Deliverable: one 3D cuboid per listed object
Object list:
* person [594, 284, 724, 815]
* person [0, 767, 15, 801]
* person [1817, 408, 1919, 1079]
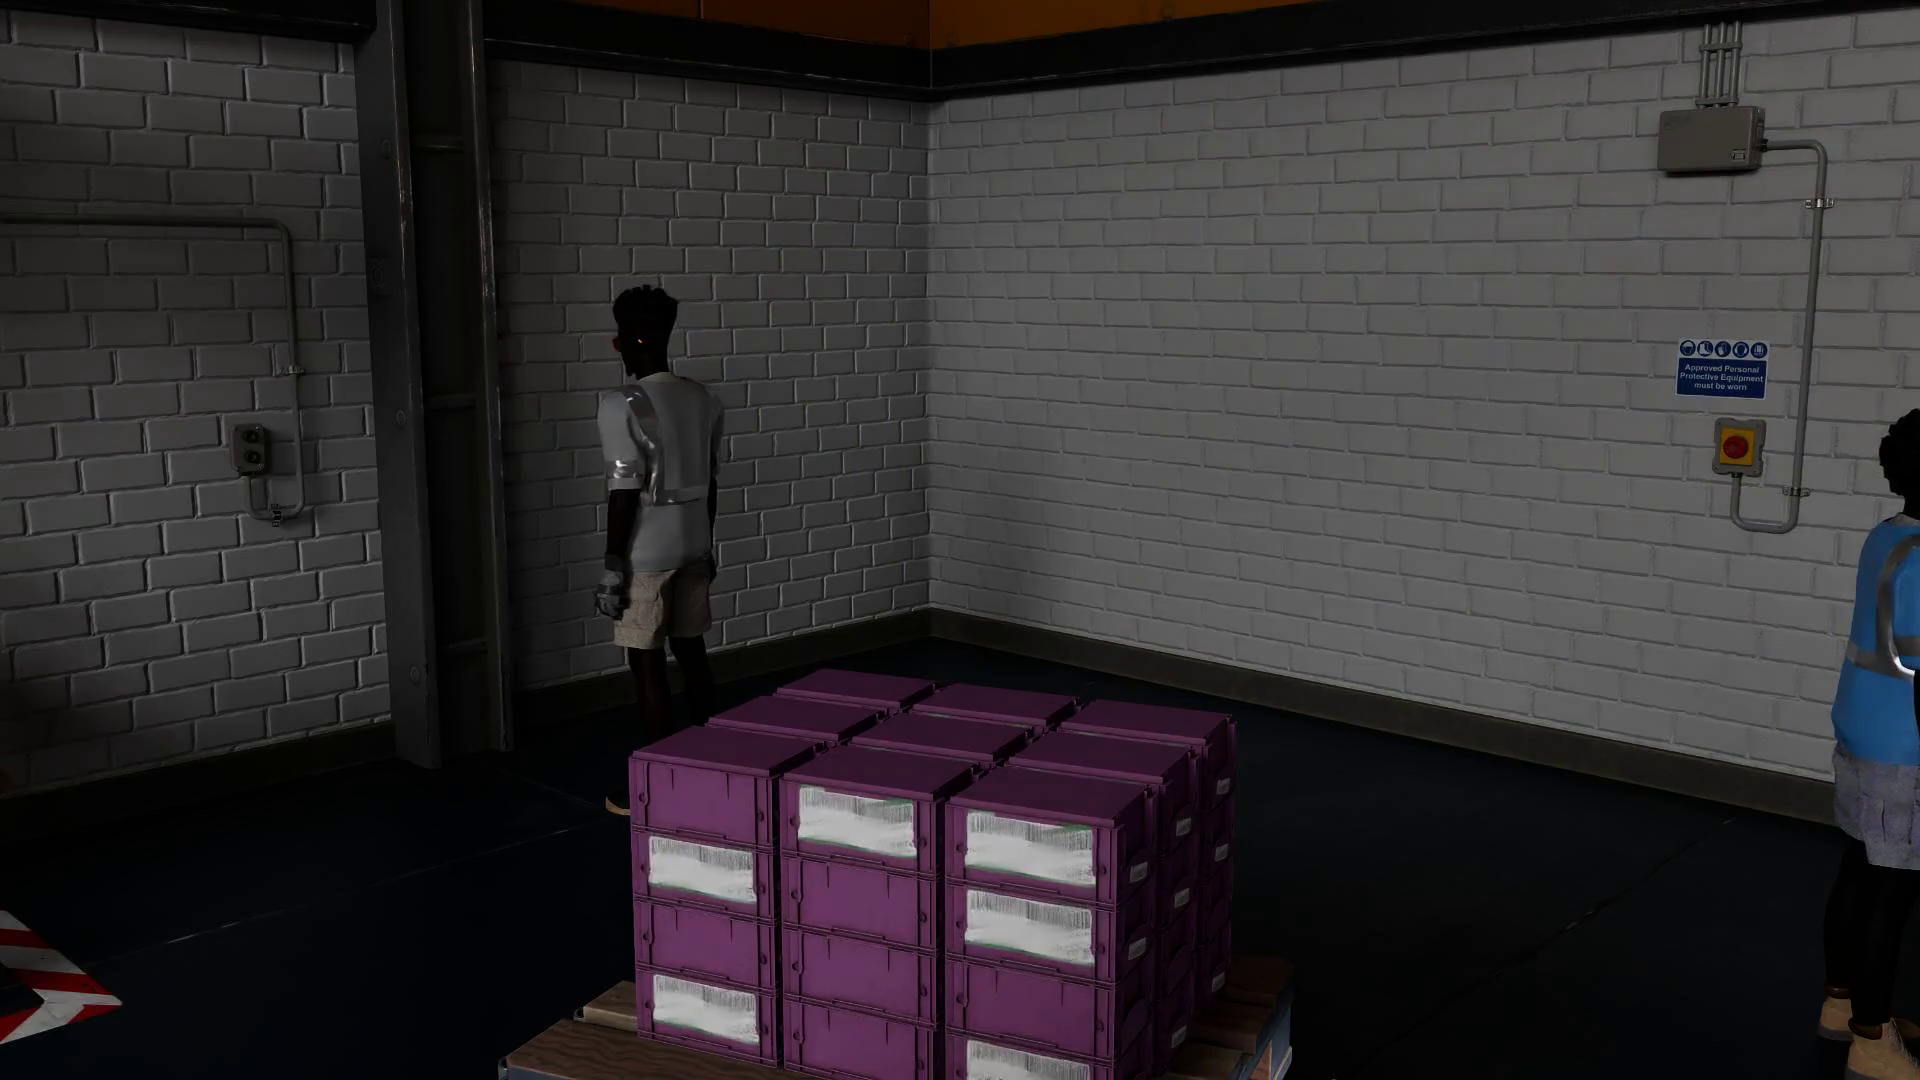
[{"bbox_3d":[-1.121,0.045,6.169,0.361,1.962,0.617,5,11,29],"label":"person"},{"bbox_3d":[-0.805,0.924,1.078,0.902,1.875,0.651,-5,10,-27],"label":"person"},{"bbox_3d":[2.350,0.511,4.132,0.318,1.697,0.533,3,10,16],"label":"person"}]
